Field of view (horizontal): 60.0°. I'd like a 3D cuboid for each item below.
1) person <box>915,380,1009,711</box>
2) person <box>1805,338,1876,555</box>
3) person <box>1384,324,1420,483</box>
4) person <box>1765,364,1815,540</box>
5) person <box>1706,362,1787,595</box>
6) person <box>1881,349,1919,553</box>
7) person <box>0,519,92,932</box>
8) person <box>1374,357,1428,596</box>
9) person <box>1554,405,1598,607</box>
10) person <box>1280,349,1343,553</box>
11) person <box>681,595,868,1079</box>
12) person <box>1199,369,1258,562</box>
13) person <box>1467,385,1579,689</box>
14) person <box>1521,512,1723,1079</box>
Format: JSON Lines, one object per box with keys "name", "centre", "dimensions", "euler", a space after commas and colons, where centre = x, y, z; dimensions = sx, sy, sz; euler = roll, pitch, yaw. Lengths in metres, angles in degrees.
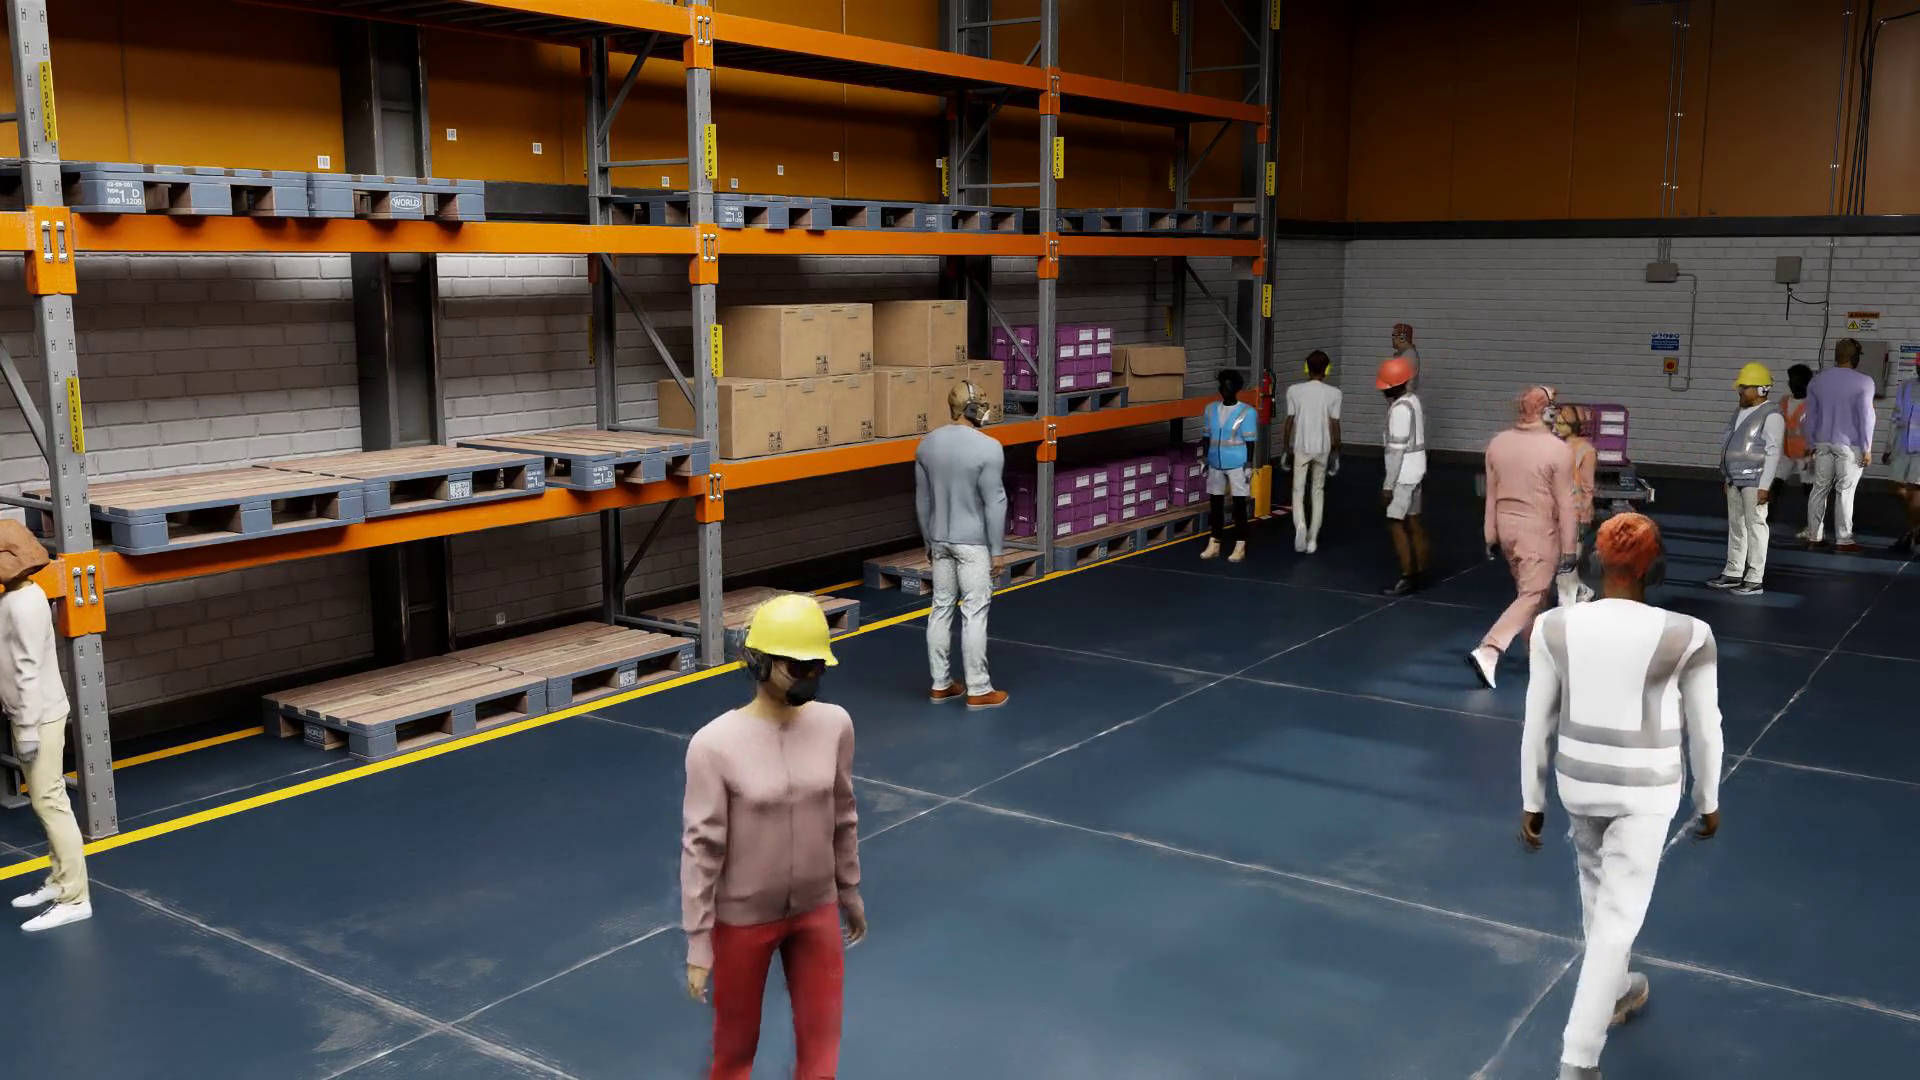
{"name": "person", "centre": [0.012, 0.030, 9.772], "dimensions": [0.628, 1.936, 0.374], "euler": [8, 12, 39]}
{"name": "person", "centre": [7.897, -0.840, 14.943], "dimensions": [0.373, 1.941, 0.627], "euler": [-5, 11, -27]}
{"name": "person", "centre": [5.084, -1.540, 19.211], "dimensions": [0.403, 1.906, 0.651], "euler": [3, 10, 16]}
{"name": "person", "centre": [7.752, -0.803, 15.524], "dimensions": [0.840, 1.652, 0.543], "euler": [-4, 10, -23]}
{"name": "person", "centre": [6.224, -0.486, 13.154], "dimensions": [0.403, 1.833, 0.586], "euler": [-1, 10, -6]}
{"name": "person", "centre": [8.621, -0.823, 14.935], "dimensions": [0.473, 1.909, 0.628], "euler": [-3, 10, -15]}
{"name": "person", "centre": [-3.691, 0.720, 6.597], "dimensions": [0.282, 1.626, 0.491], "euler": [-6, 11, -34]}
{"name": "person", "centre": [3.513, -0.505, 13.130], "dimensions": [0.434, 1.888, 0.737], "euler": [5, 11, 28]}
{"name": "person", "centre": [4.340, -0.148, 11.766], "dimensions": [0.430, 1.626, 0.517], "euler": [-3, 10, -16]}
{"name": "person", "centre": [3.121, -0.770, 14.791], "dimensions": [0.536, 1.849, 0.676], "euler": [2, 10, 10]}
{"name": "person", "centre": [-0.494, 1.021, 4.475], "dimensions": [0.600, 1.741, 0.472], "euler": [-6, 11, -33]}
{"name": "person", "centre": [2.352, -0.653, 14.570], "dimensions": [0.538, 1.698, 0.319], "euler": [8, 13, 41]}
{"name": "person", "centre": [3.495, -0.020, 10.270], "dimensions": [0.901, 1.875, 0.652], "euler": [-5, 11, -26]}
{"name": "person", "centre": [2.110, 0.825, 5.376], "dimensions": [0.575, 1.836, 1.026], "euler": [8, 13, 41]}
